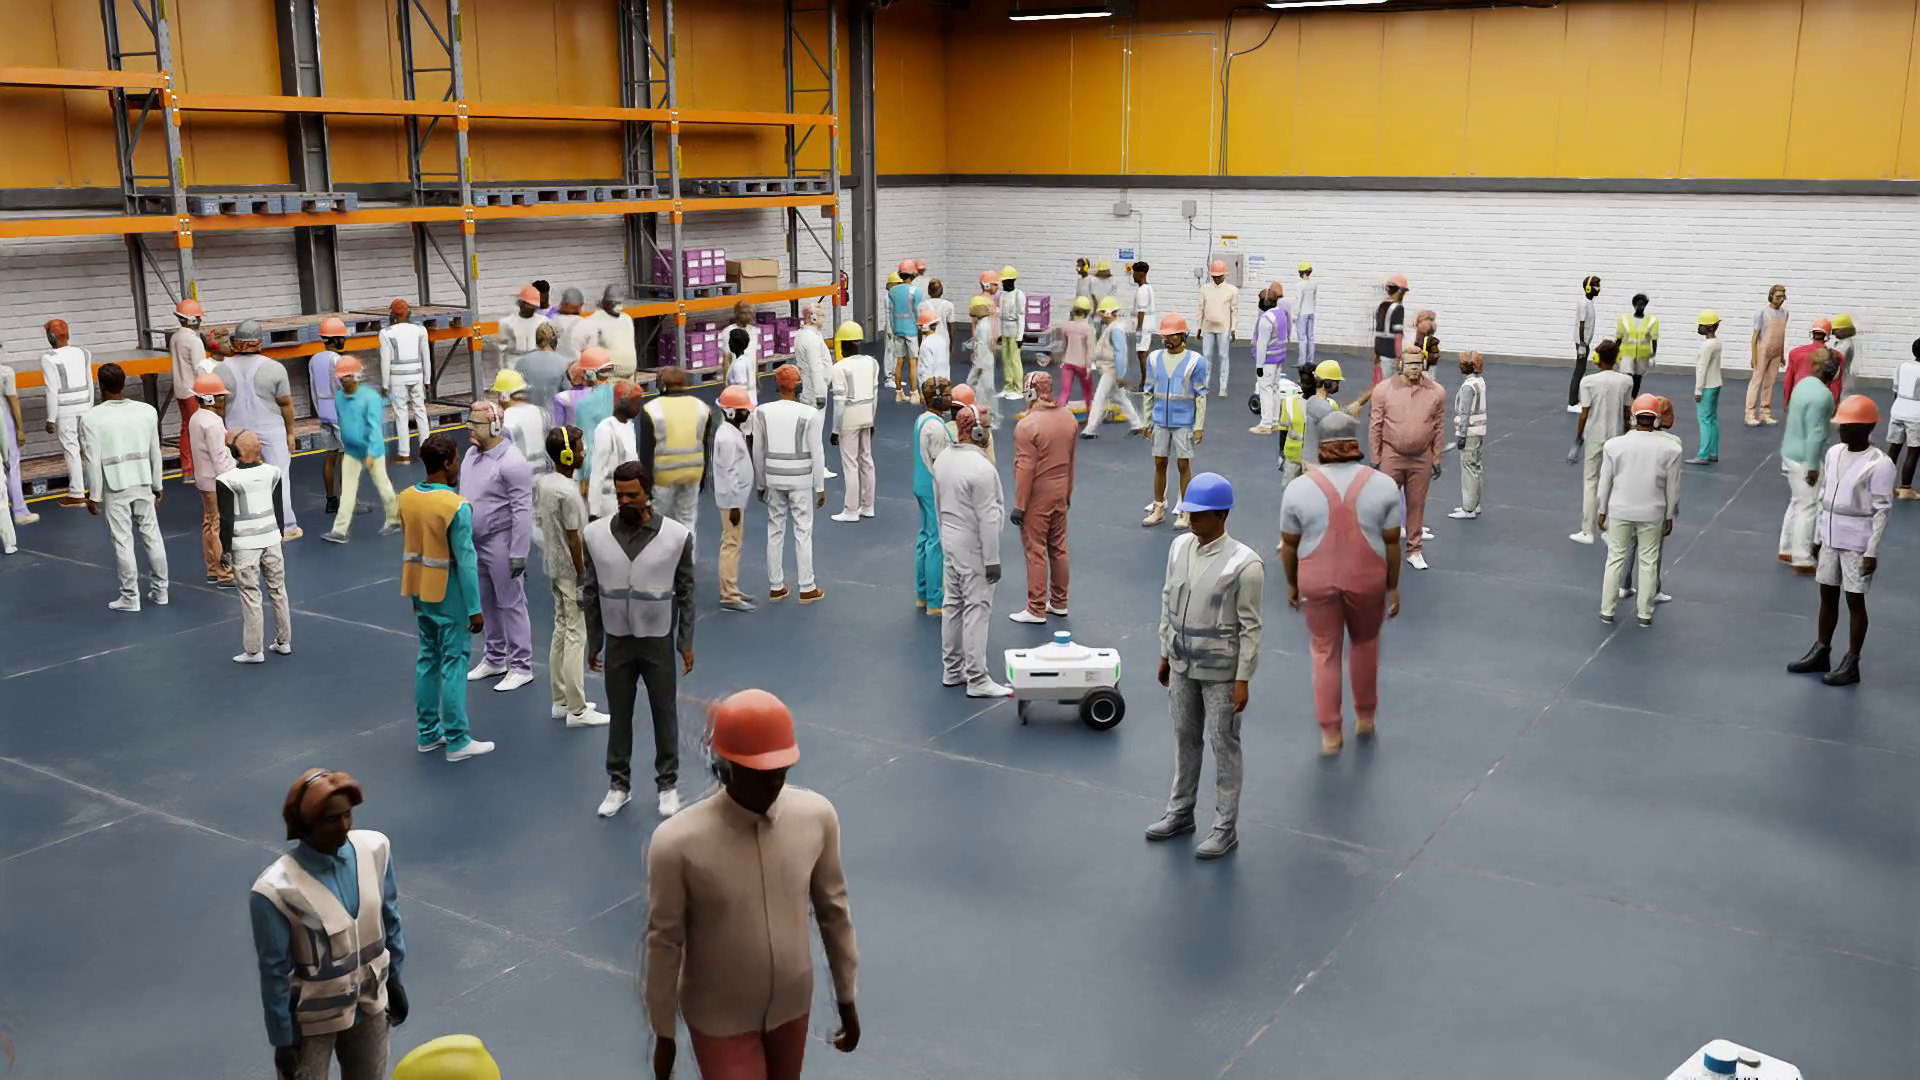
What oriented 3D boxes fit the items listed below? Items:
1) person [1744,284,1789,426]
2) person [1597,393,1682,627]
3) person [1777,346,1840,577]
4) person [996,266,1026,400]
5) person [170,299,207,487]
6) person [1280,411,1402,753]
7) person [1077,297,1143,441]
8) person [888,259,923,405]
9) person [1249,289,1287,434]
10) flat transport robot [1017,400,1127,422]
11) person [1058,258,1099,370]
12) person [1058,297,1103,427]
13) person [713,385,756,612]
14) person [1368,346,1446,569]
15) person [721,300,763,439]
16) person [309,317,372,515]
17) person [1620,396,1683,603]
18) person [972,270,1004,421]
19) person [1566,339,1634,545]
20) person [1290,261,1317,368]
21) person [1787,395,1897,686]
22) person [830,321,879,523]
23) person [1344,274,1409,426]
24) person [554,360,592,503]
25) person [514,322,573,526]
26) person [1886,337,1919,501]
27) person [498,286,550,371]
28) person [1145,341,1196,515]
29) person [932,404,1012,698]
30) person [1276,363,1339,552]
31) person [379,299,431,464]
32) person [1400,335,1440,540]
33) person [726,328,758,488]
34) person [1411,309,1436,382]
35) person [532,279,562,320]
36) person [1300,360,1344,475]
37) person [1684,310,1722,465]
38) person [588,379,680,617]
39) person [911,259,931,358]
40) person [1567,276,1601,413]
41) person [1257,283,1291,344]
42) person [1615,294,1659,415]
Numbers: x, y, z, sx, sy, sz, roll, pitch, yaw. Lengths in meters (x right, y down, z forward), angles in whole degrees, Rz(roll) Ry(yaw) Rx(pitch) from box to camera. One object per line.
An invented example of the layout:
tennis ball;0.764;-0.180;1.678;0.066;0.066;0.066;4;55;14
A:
person;10.534;-2.405;21.671;0.517;1.842;0.325;-4;14;-16
person;5.056;-0.225;12.428;0.566;1.744;0.349;5;14;21
person;7.115;-0.669;13.983;0.394;1.921;0.671;3;13;13
person;0.722;-2.987;24.040;0.396;1.918;0.593;-7;15;-29
person;-8.155;-1.564;17.728;0.604;1.986;0.407;12;18;43
person;2.255;0.205;9.916;0.701;2.000;0.809;3;13;11
person;1.885;-2.101;20.508;0.930;1.780;0.595;0;13;-1
person;-0.733;-2.939;23.539;0.607;2.048;0.365;10;16;36
person;3.897;-2.263;21.090;0.430;1.836;0.618;8;15;32
flat transport robot;1.536;-1.694;22.030;1.431;0.197;0.652;-6;14;-24
person;1.939;-3.676;27.197;0.900;1.828;0.566;-5;14;-22
person;1.495;-2.238;21.225;0.535;1.724;0.914;9;16;34
person;-1.728;-0.329;12.861;0.342;1.748;0.573;-2;13;-7
person;3.785;-0.694;14.108;0.643;1.909;0.410;0;13;1
person;-2.545;-1.889;19.447;0.368;1.847;0.520;12;18;43
person;-6.065;-1.203;16.251;0.553;1.935;0.361;8;15;32
person;5.429;-0.321;13.091;0.280;1.633;0.500;-10;16;-37
person;0.355;-2.582;22.114;0.392;1.991;0.612;-5;14;-20
person;5.776;-0.876;15.019;0.602;1.864;0.376;-1;13;-6
person;5.709;-3.743;27.646;0.533;1.767;0.326;-11;17;-40
person;5.864;0.002;11.021;0.376;1.939;0.547;-3;13;-14
person;-1.027;-1.121;15.955;0.384;1.939;0.594;10;16;37
person;5.422;-2.410;21.378;0.868;2.000;0.623;-2;13;-8
person;-3.475;-0.833;15.299;0.511;1.641;0.308;-9;16;-35
person;-3.884;-1.086;15.740;0.635;1.937;0.355;4;13;15
person;9.716;-1.235;16.977;0.321;1.673;0.539;-3;13;-13
person;-5.084;-1.987;19.530;0.633;1.982;0.983;-6;14;-25
person;2.086;-1.187;16.332;0.520;1.871;0.326;9;16;34
person;0.092;0.067;10.806;0.405;1.911;0.636;-7;15;-29
person;3.053;-0.713;14.669;0.534;1.689;0.318;6;14;23
person;-6.322;-1.806;18.983;0.585;1.882;0.340;-11;17;-41
person;4.231;-0.947;15.290;0.314;1.869;0.535;2;13;9
person;-2.310;-1.392;17.596;0.320;1.697;0.531;1;13;2
person;5.670;-2.018;20.434;0.385;1.628;0.528;2;13;10
person;-5.211;-2.291;20.923;0.602;1.959;0.379;6;14;24
person;3.111;-0.670;14.330;0.341;1.760;0.525;-1;13;-4
person;8.499;-1.738;18.981;0.361;1.760;0.521;11;17;39
person;-2.458;-0.271;12.404;0.907;1.841;0.590;1;13;4
person;-0.686;-3.904;28.379;0.573;1.752;0.343;-9;16;-33
person;8.583;-2.688;22.845;0.309;1.868;0.534;6;14;26
person;4.766;-3.111;25.277;0.522;1.583;0.873;2;13;9
person;9.104;-2.480;22.400;0.540;1.649;0.879;4;14;17
